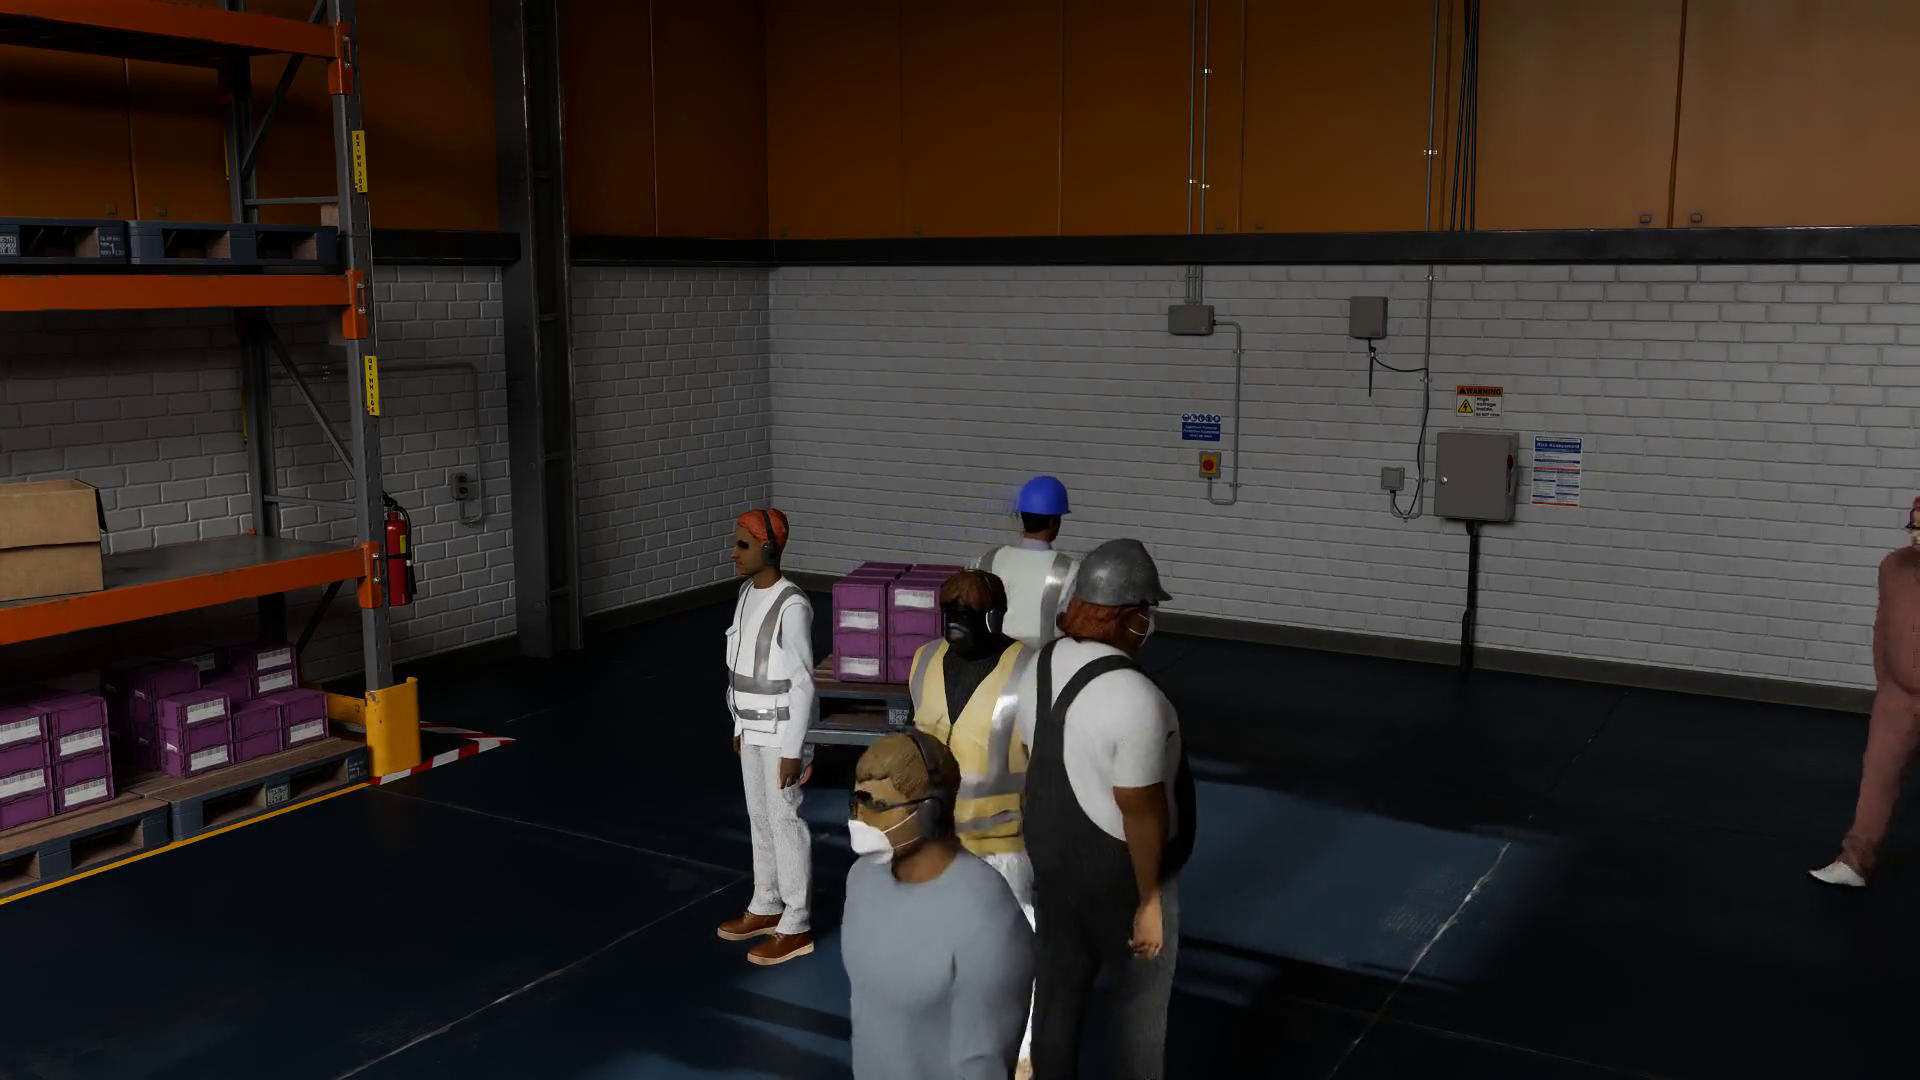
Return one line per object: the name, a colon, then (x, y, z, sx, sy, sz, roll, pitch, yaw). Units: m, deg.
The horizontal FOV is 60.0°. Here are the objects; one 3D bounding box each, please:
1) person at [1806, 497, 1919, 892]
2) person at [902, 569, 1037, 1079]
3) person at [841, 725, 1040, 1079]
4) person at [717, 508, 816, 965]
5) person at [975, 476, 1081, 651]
person: (4.332, 0.719, 7.498, 0.968, 1.852, 0.674, -5, 10, -27)
person: (0.051, 1.007, 5.758, 0.637, 1.842, 0.429, 6, 11, 32)
person: (-0.023, 1.321, 3.620, 0.917, 1.908, 0.631, -7, 12, -38)
person: (-0.799, 0.803, 6.906, 0.349, 1.881, 0.584, -5, 11, -30)
person: (0.379, 0.645, 7.781, 0.626, 1.902, 0.929, 5, 10, 30)
